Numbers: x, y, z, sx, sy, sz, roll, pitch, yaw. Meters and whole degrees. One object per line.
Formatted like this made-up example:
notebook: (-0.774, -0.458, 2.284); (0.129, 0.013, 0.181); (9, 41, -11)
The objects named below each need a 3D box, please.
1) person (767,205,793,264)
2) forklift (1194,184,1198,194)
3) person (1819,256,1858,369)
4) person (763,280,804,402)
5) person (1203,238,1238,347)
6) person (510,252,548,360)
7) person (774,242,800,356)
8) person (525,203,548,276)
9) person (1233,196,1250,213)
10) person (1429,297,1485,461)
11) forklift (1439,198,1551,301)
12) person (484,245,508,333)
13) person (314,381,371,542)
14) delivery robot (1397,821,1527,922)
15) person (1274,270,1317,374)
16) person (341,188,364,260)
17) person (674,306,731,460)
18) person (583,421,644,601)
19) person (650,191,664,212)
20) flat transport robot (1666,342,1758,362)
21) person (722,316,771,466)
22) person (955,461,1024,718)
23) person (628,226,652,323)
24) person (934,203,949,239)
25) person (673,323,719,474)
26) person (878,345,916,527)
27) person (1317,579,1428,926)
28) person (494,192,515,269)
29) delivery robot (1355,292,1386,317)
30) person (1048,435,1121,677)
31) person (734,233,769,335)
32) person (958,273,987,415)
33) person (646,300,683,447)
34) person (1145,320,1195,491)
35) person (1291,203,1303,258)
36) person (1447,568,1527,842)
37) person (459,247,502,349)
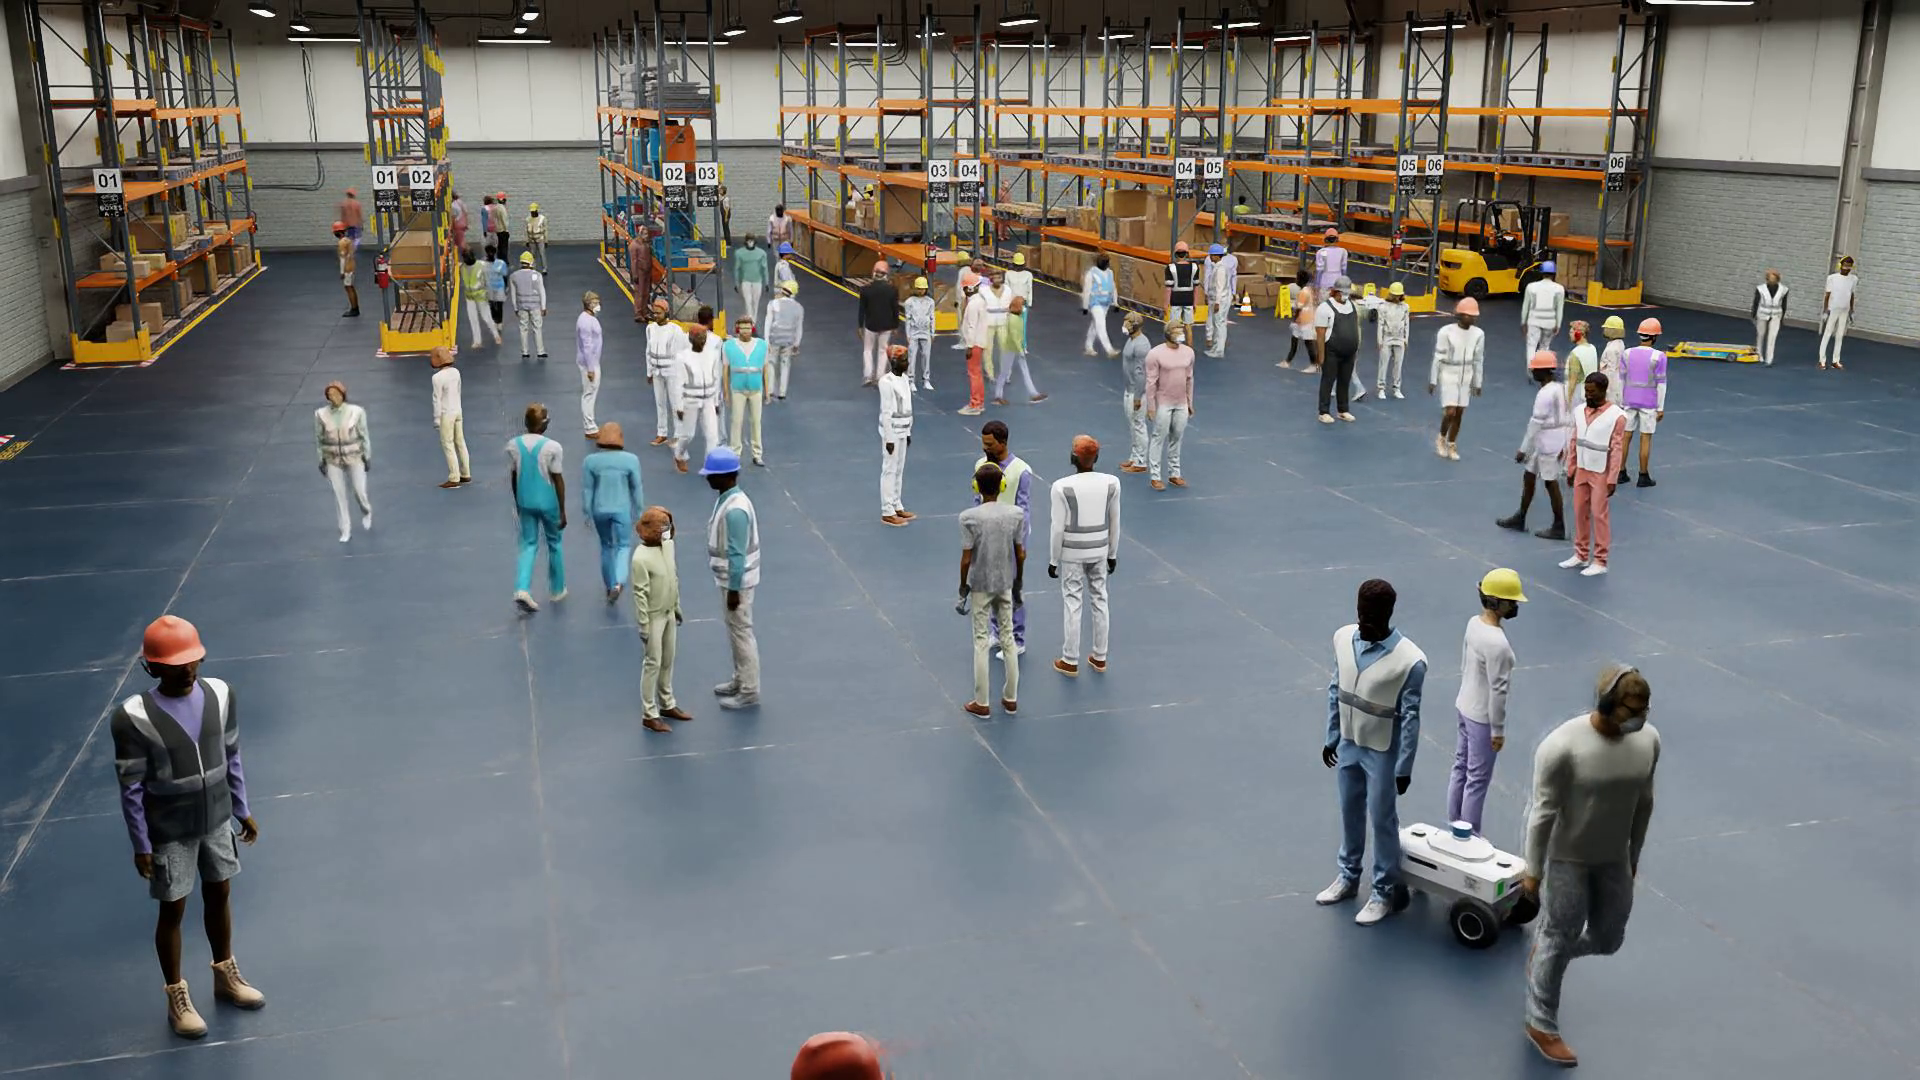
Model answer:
person: (-4.475, -7.433, 41.383); (0.637, 1.800, 0.971); (0, 15, -1)
forklift: (7.392, -11.333, 53.972); (1.873, 2.768, 1.129); (-4, 15, -15)
person: (14.437, -3.731, 27.316); (0.512, 1.865, 0.329); (0, 15, 0)
person: (-2.601, -2.916, 24.429); (0.663, 1.772, 0.415); (-7, 16, -24)
person: (4.675, -4.447, 29.865); (0.627, 1.941, 0.370); (-3, 15, -10)
person: (-7.329, -3.987, 28.339); (0.588, 1.833, 0.404); (1, 15, 4)
person: (-3.021, -4.164, 28.783); (0.389, 1.949, 0.603); (-5, 16, -17)
person: (-10.597, -7.510, 41.624); (0.598, 1.824, 0.403); (3, 15, 12)
person: (7.996, -8.982, 47.472); (0.546, 1.642, 0.875); (-1, 15, -5)
person: (6.074, -1.950, 20.298); (0.655, 2.025, 0.469); (-3, 15, -13)
forklift: (11.913, -6.508, 37.130); (2.313, 2.155, 1.214); (-4, 15, -15)
person: (-8.891, -4.776, 31.651); (0.548, 1.639, 0.878); (-1, 15, -4)
person: (-6.195, -0.802, 16.746); (0.514, 1.631, 0.414); (-2, 15, -8)
delivery robot: (2.694, 1.760, 8.984); (0.477, 0.478, 0.707); (-13, 20, -41)
person: (5.454, -3.525, 26.911); (0.804, 1.658, 0.551); (4, 15, 15)
person: (-16.709, -8.690, 45.773); (0.631, 1.974, 0.603); (1, 15, 5)
person: (-3.192, -1.943, 20.561); (0.593, 1.889, 0.909); (8, 17, 28)
person: (-3.057, -0.228, 14.619); (0.537, 1.605, 0.556); (0, 15, -1)
person: (-8.345, -8.759, 46.145); (0.400, 1.915, 0.596); (-13, 20, -40)
flat transport robot: (12.901, -3.235, 28.503); (1.431, 0.197, 0.652); (7, 17, 26)
person: (-2.578, -1.795, 20.073); (0.572, 1.840, 0.374); (-5, 16, -17)
person: (0.212, 0.359, 11.926); (0.513, 1.865, 0.329); (-5, 16, -19)
person: (-6.322, -5.285, 33.114); (0.400, 1.893, 0.656); (5, 16, 18)
person: (-0.581, -10.371, 52.766); (0.503, 1.628, 0.279); (8, 17, 26)
person: (-3.094, -1.618, 19.411); (0.586, 1.854, 0.897); (-10, 18, -34)
person: (-0.661, -1.097, 17.368); (0.357, 1.883, 0.573); (5, 16, 18)
person: (2.226, 1.118, 8.985); (0.397, 1.911, 0.587); (-10, 18, -34)
person: (-11.927, -8.076, 43.416); (0.380, 1.995, 0.611); (-11, 19, -36)
delivery robot: (8.241, -4.726, 33.388); (0.477, 0.478, 0.707); (13, 20, 41)
person: (0.951, 0.119, 12.787); (0.579, 1.884, 0.352); (-6, 16, -20)
person: (-3.922, -4.842, 31.450); (0.651, 1.882, 1.003); (-5, 16, -16)
person: (0.183, -2.769, 23.477); (0.411, 1.980, 0.631); (2, 15, 9)
person: (-3.768, -2.129, 21.258); (0.573, 1.880, 0.359); (8, 17, 27)
person: (2.391, -1.535, 18.906); (0.636, 1.939, 0.363); (-8, 17, -26)
person: (8.797, -7.858, 43.054); (0.349, 1.761, 0.528); (-10, 18, -32)
person: (3.049, 1.017, 9.643); (0.329, 1.765, 0.526); (0, 15, -1)
person: (-8.582, -4.330, 29.693); (0.645, 1.810, 0.633); (4, 15, 16)
